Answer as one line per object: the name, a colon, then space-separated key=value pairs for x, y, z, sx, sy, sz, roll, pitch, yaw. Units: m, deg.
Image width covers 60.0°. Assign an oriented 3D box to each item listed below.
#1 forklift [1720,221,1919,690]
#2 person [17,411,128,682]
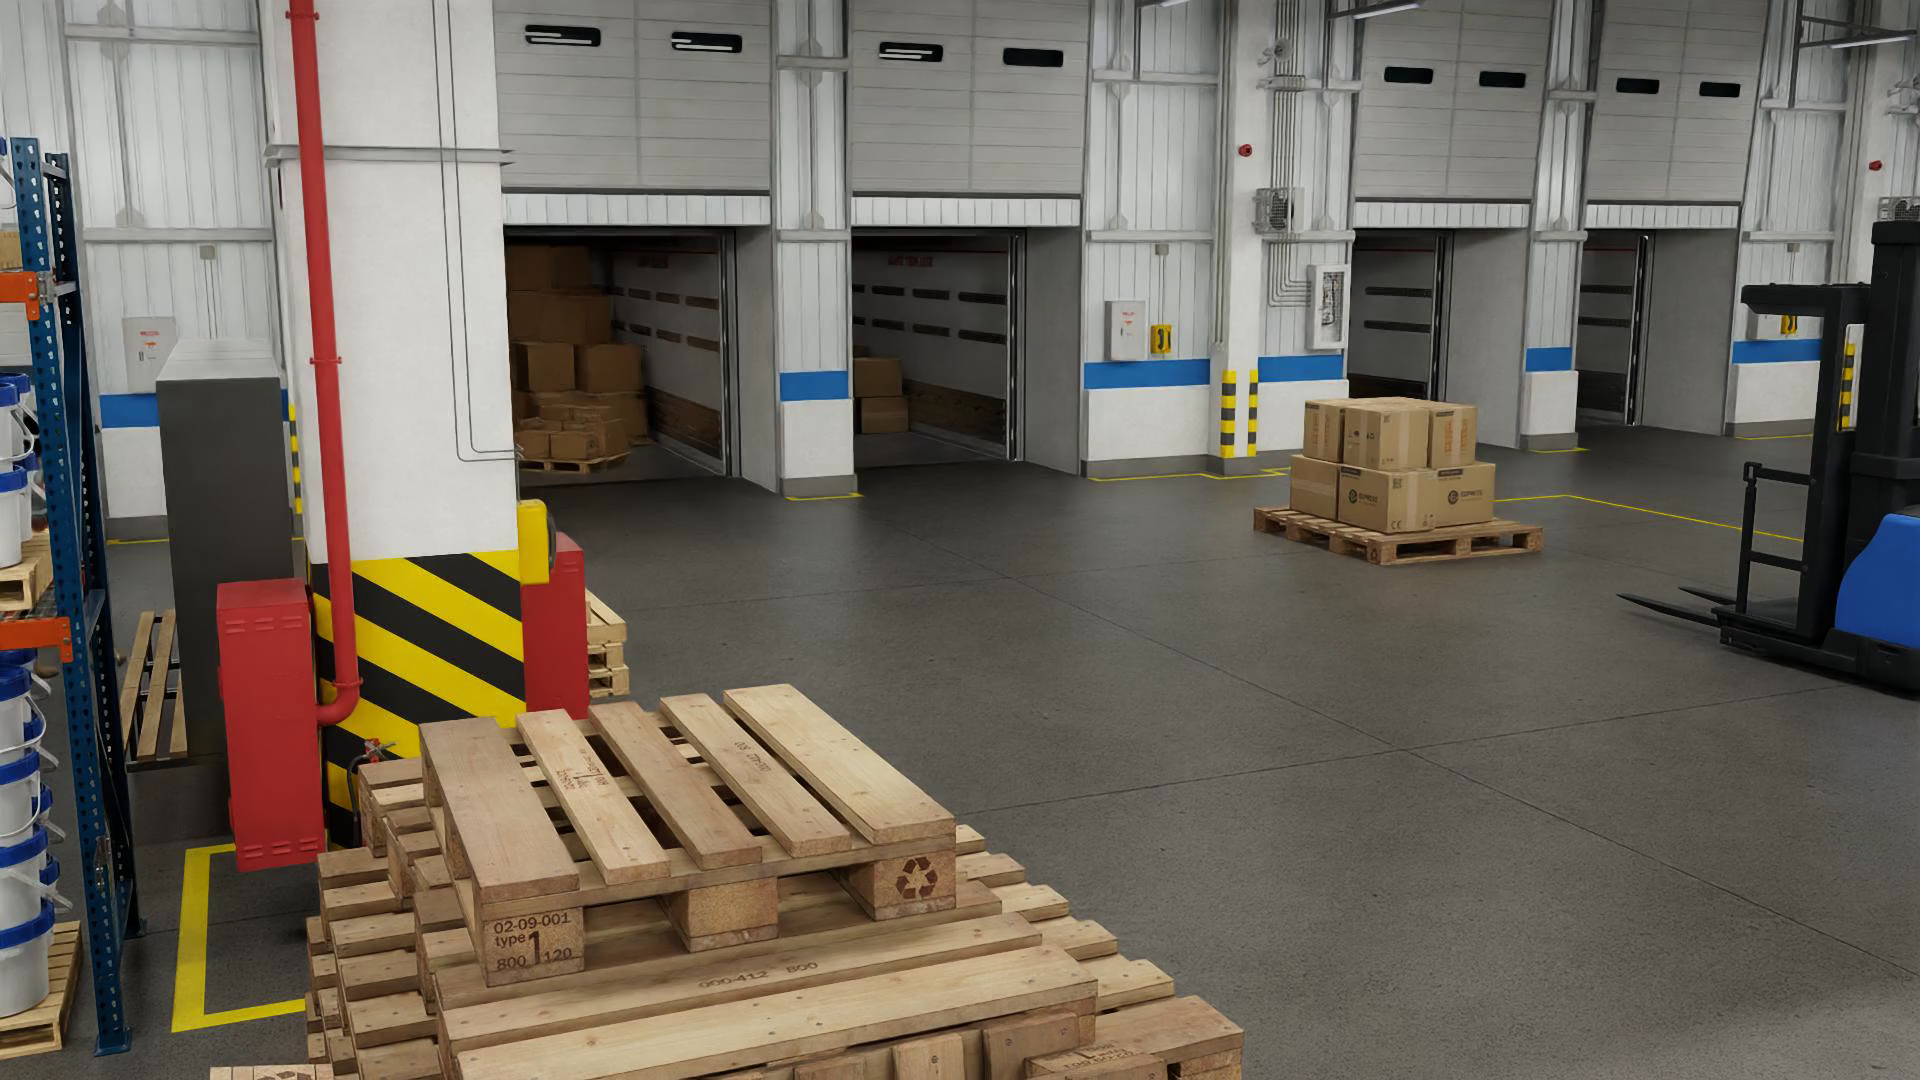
forklift: x=5.949 y=-0.550 z=10.218 sx=1.129 sy=2.768 sz=1.873 roll=-4 pitch=11 yaw=-23
person: x=-5.596 y=0.025 z=10.353 sx=0.547 sy=1.664 sz=0.745 roll=6 pitch=12 yaw=31
